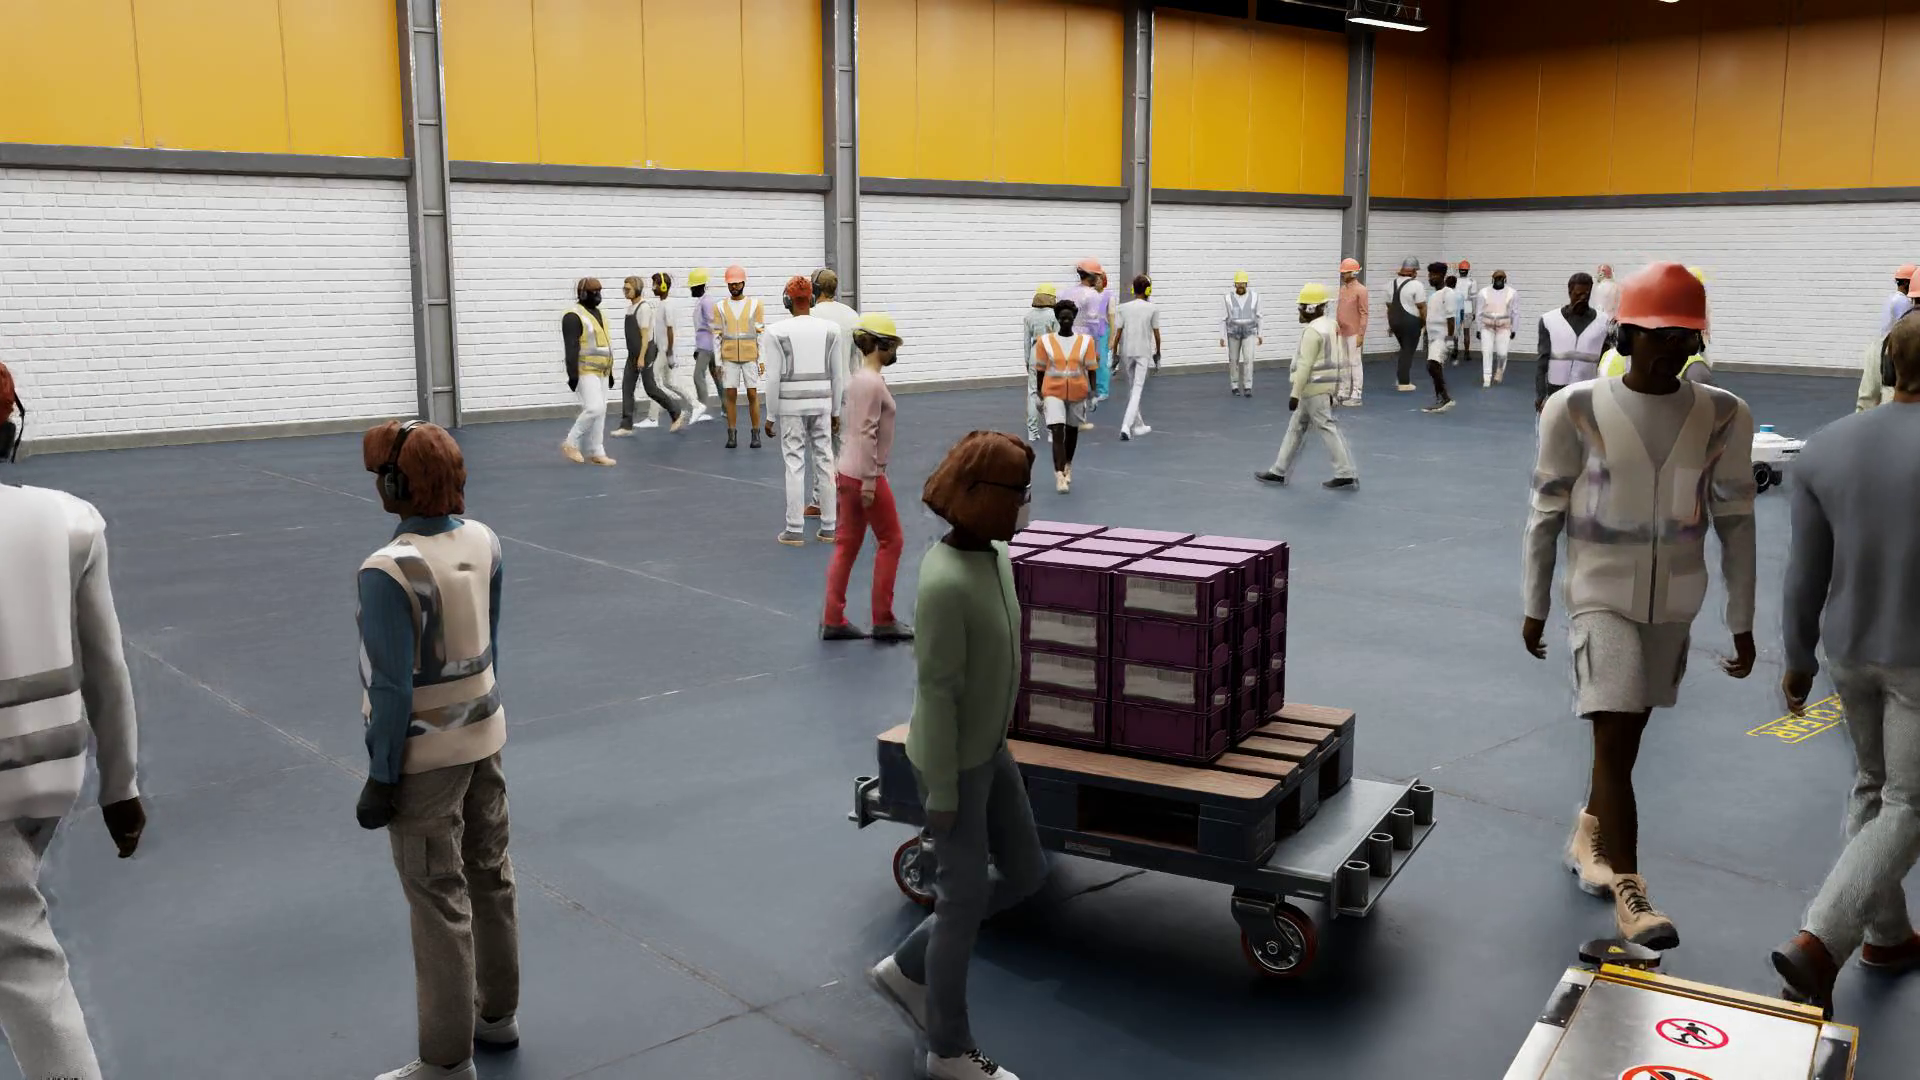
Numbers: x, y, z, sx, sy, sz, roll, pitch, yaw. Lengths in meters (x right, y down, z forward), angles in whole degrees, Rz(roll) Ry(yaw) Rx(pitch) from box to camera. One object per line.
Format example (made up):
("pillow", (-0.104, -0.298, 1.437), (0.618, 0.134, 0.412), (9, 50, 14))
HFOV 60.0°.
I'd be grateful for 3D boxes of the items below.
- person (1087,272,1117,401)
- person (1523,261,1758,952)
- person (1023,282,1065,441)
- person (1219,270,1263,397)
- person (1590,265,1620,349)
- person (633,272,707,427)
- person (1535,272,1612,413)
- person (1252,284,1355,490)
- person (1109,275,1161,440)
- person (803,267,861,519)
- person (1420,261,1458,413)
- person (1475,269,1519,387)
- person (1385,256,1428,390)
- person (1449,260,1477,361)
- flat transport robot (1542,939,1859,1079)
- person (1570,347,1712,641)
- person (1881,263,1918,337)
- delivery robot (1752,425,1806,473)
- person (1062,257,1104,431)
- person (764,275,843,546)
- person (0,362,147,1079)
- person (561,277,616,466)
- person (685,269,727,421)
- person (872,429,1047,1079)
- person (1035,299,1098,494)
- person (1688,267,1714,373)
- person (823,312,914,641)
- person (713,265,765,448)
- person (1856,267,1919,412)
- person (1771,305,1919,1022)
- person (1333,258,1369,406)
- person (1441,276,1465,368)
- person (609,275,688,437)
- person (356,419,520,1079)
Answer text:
("person", (1.944, -2.852, 23.356), (0.403, 1.812, 0.747), (-6, 11, -30))
("person", (2.029, 0.194, 4.907), (0.618, 1.994, 1.034), (1, 10, 3))
("person", (0.934, -1.948, 18.238), (0.485, 1.736, 0.309), (6, 11, 30))
("person", (4.035, -2.951, 23.887), (0.631, 1.807, 0.816), (1, 10, 5))
("person", (10.082, -3.409, 26.360), (0.668, 1.881, 0.731), (-9, 13, -41))
("person", (-3.443, -2.251, 19.711), (0.823, 1.839, 0.533), (-2, 10, -9))
("person", (4.972, -1.226, 13.536), (0.586, 1.899, 0.463), (2, 10, 11))
("person", (3.045, -1.324, 14.446), (0.925, 1.784, 0.613), (4, 10, 21))
("person", (1.937, -2.024, 18.490), (0.566, 1.820, 0.992), (6, 11, 29))
("person", (-1.037, -1.127, 12.839), (0.372, 1.940, 0.631), (8, 13, 41))
("person", (6.138, -2.594, 21.383), (0.427, 1.951, 0.650), (-1, 10, -7))
("person", (8.294, -3.271, 25.739), (0.621, 1.830, 0.476), (4, 10, 21))
("person", (6.829, -3.274, 25.109), (0.640, 2.000, 0.692), (-4, 11, -24))
("person", (9.737, -4.445, 32.265), (0.545, 1.938, 0.359), (4, 11, 23))
("flat transport robot", (1.584, 1.268, 3.687), (0.652, 0.197, 1.431), (6, 11, 31))
("person", (3.463, -0.338, 8.504), (0.429, 1.844, 0.627), (-7, 12, -36))
("person", (10.787, -2.196, 19.101), (0.375, 1.935, 0.551), (3, 10, 16))
("delivery robot", (6.988, -0.756, 14.433), (0.707, 0.478, 0.477), (-3, 10, -15))
("person", (1.399, -2.265, 19.292), (0.542, 2.014, 0.677), (-7, 12, -35))
("person", (-1.094, -0.898, 11.649), (0.575, 1.887, 0.362), (-4, 11, -24))
("person", (-2.091, 0.532, 3.387), (0.977, 1.831, 0.688), (3, 10, 17))
("person", (-3.546, -1.608, 15.997), (0.429, 1.829, 0.627), (3, 10, 17))
("person", (-3.092, -2.408, 20.580), (0.556, 1.874, 0.736), (-1, 10, -7))
("person", (0.018, 0.535, 4.013), (0.390, 1.617, 0.526), (3, 10, 18))
("person", (0.919, -1.269, 14.492), (0.539, 1.660, 0.851), (-1, 10, -4))
("person", (9.875, -2.715, 22.346), (0.696, 1.875, 0.440), (-5, 11, -28))
("person", (-0.466, -0.326, 8.755), (0.598, 1.727, 0.554), (-2, 10, -14))
("person", (-2.331, -1.925, 17.555), (0.544, 1.933, 0.378), (0, 10, -1))
("person", (4.670, -0.348, 8.105), (0.611, 1.996, 0.378), (8, 12, 38))
("person", (2.465, 0.327, 4.430), (0.880, 1.911, 0.633), (-6, 11, -30))
("person", (5.270, -2.813, 22.546), (0.397, 1.990, 0.622), (-4, 10, -20))
("person", (8.899, -3.959, 30.218), (0.563, 1.652, 0.848), (4, 11, 24))
("person", (-3.538, -2.066, 18.719), (0.862, 1.821, 0.530), (-8, 12, -38))
("person", (-1.268, 0.525, 4.035), (0.311, 1.642, 0.514), (3, 10, 14))
